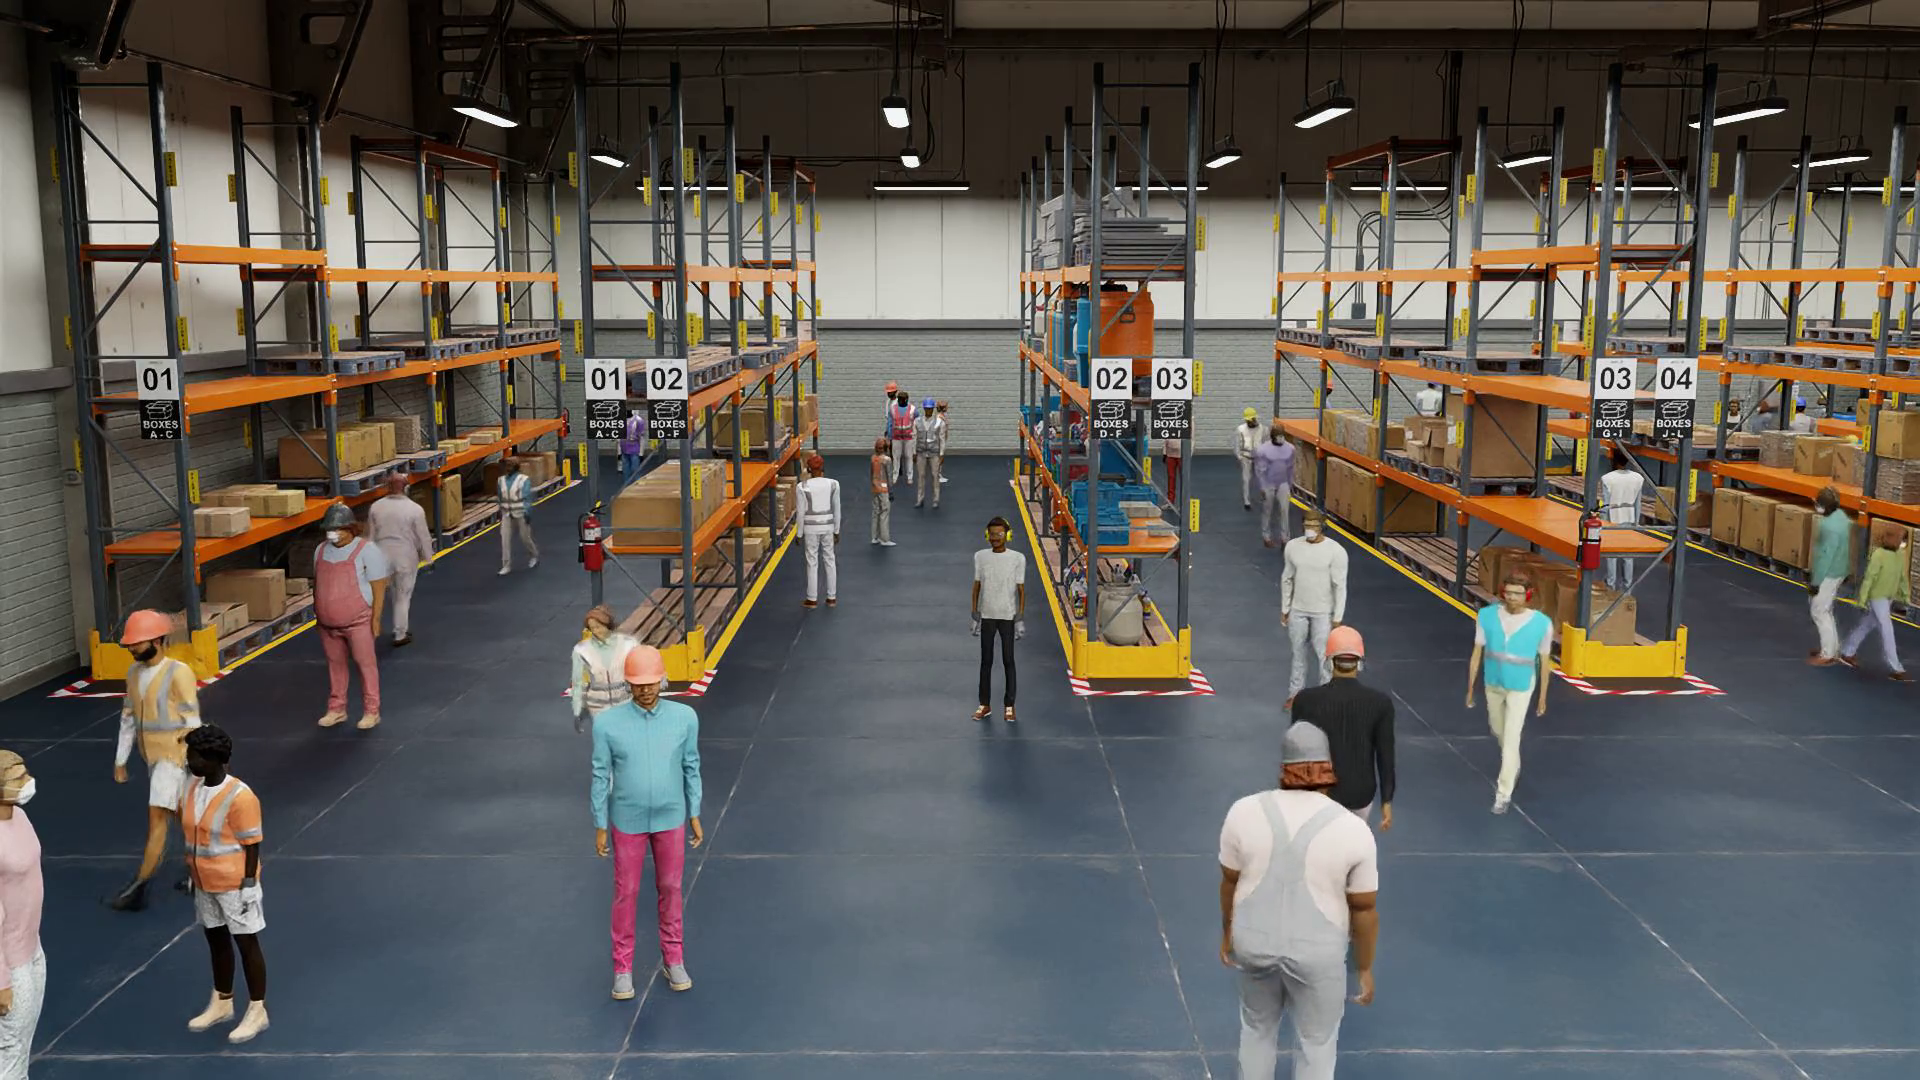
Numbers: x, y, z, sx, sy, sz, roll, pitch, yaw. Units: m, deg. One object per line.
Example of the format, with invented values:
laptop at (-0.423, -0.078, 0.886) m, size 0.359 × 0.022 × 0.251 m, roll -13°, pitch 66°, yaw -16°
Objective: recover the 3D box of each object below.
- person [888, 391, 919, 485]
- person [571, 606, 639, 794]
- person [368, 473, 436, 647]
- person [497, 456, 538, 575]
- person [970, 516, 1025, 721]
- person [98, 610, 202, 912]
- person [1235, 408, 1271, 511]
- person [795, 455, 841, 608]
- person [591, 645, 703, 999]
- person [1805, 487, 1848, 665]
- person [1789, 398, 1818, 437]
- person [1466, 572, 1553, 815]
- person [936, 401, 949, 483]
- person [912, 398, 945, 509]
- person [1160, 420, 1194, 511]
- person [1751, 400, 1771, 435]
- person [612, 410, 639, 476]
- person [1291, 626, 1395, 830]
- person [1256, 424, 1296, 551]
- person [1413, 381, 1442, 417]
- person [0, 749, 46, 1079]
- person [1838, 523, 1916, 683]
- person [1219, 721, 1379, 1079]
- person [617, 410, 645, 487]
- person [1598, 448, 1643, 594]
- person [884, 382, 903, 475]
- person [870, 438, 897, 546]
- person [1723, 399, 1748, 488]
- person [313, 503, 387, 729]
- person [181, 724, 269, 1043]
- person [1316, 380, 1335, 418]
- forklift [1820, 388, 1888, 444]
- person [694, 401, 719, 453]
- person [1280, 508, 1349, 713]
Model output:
person at (-1.113, -1.996, 32.642) m, size 0.625 × 1.839 × 0.430 m, roll 1°, pitch 9°, yaw 5°
person at (-2.600, 1.270, 12.353) m, size 0.545 × 1.597 × 0.690 m, roll -1°, pitch 9°, yaw -8°
person at (-6.108, 0.202, 18.339) m, size 0.676 × 1.879 × 0.769 m, roll 2°, pitch 9°, yaw 13°
person at (-6.076, -0.359, 22.817) m, size 0.526 × 1.611 × 0.765 m, roll 2°, pitch 9°, yaw 14°
person at (0.343, 0.711, 15.102) m, size 0.515 × 1.876 × 0.328 m, roll 2°, pitch 9°, yaw 13°
person at (-5.196, 1.396, 10.612) m, size 0.576 × 1.891 × 0.949 m, roll 5°, pitch 10°, yaw 30°
person at (5.080, -1.385, 28.845) m, size 0.619 × 1.793 × 0.498 m, roll 2°, pitch 9°, yaw 13°
person at (-1.734, -0.105, 20.313) m, size 0.574 × 1.887 × 0.355 m, roll -4°, pitch 10°, yaw -24°
person at (-1.735, 1.557, 9.275) m, size 0.622 × 1.992 × 0.396 m, roll -3°, pitch 9°, yaw -21°
person at (8.975, 0.379, 17.216) m, size 0.379 × 1.893 × 0.727 m, roll 5°, pitch 10°, yaw 27°
person at (14.817, -1.546, 29.421) m, size 0.602 × 1.938 × 0.400 m, roll 2°, pitch 9°, yaw 11°
person at (4.223, 1.115, 12.727) m, size 0.581 × 1.821 × 0.897 m, roll 7°, pitch 11°, yaw 36°
person at (-0.380, -1.955, 33.041) m, size 0.317 × 1.629 × 0.508 m, roll 0°, pitch 9°, yaw 1°
person at (-0.555, -1.523, 29.230) m, size 0.605 × 1.950 × 0.380 m, roll 2°, pitch 9°, yaw 13°
person at (3.777, -1.494, 28.895) m, size 0.613 × 1.997 × 0.374 m, roll 7°, pitch 11°, yaw 39°
person at (16.249, -2.052, 33.666) m, size 0.588 × 1.614 × 0.521 m, roll -1°, pitch 9°, yaw -7°
person at (-6.861, -2.210, 34.076) m, size 0.593 × 1.821 × 0.404 m, roll -1°, pitch 9°, yaw -9°
person at (2.262, 1.481, 9.955) m, size 0.637 × 1.944 × 1.046 m, roll 1°, pitch 9°, yaw 7°
person at (4.684, -0.766, 24.562) m, size 0.633 × 1.885 × 0.920 m, roll -1°, pitch 9°, yaw -8°
person at (10.260, -2.636, 36.438) m, size 0.627 × 1.939 × 0.465 m, roll 3°, pitch 9°, yaw 21°
person at (-4.242, 1.871, 7.433) m, size 0.369 × 1.940 × 0.631 m, roll -3°, pitch 9°, yaw -17°
person at (9.299, 0.598, 16.799) m, size 0.532 × 1.586 × 0.891 m, roll -5°, pitch 10°, yaw -30°
person at (1.529, 1.807, 7.521) m, size 0.729 × 2.000 × 0.540 m, roll 4°, pitch 10°, yaw 25°
person at (-5.895, -1.589, 29.728) m, size 0.587 × 1.928 × 0.382 m, roll 5°, pitch 10°, yaw 31°
person at (8.264, -0.207, 20.869) m, size 0.599 × 1.917 × 0.377 m, roll -2°, pitch 9°, yaw -16°
person at (-1.380, -2.277, 34.165) m, size 0.386 × 1.929 × 0.548 m, roll -6°, pitch 11°, yaw -34°
person at (-1.172, -0.724, 25.094) m, size 0.310 × 1.637 × 0.518 m, roll -7°, pitch 11°, yaw -37°
person at (14.131, -1.666, 30.490) m, size 0.508 × 1.846 × 0.345 m, roll 4°, pitch 10°, yaw 22°
person at (-5.479, 0.675, 14.802) m, size 0.686 × 2.000 × 0.535 m, roll 2°, pitch 9°, yaw 14°
person at (-3.872, 1.788, 8.741) m, size 0.537 × 1.696 × 0.321 m, roll 5°, pitch 10°, yaw 29°
person at (7.701, -2.425, 35.081) m, size 0.376 × 1.933 × 0.551 m, roll 4°, pitch 10°, yaw 22°
forklift at (20.072, -3.110, 36.462) m, size 1.873 × 2.768 × 1.129 m, roll 0°, pitch 9°, yaw 0°
person at (-4.395, -1.551, 29.460) m, size 0.607 × 1.940 × 0.965 m, roll 0°, pitch 9°, yaw 0°
person at (3.243, 0.659, 15.274) m, size 0.635 × 1.932 × 0.363 m, roll 7°, pitch 11°, yaw 39°
